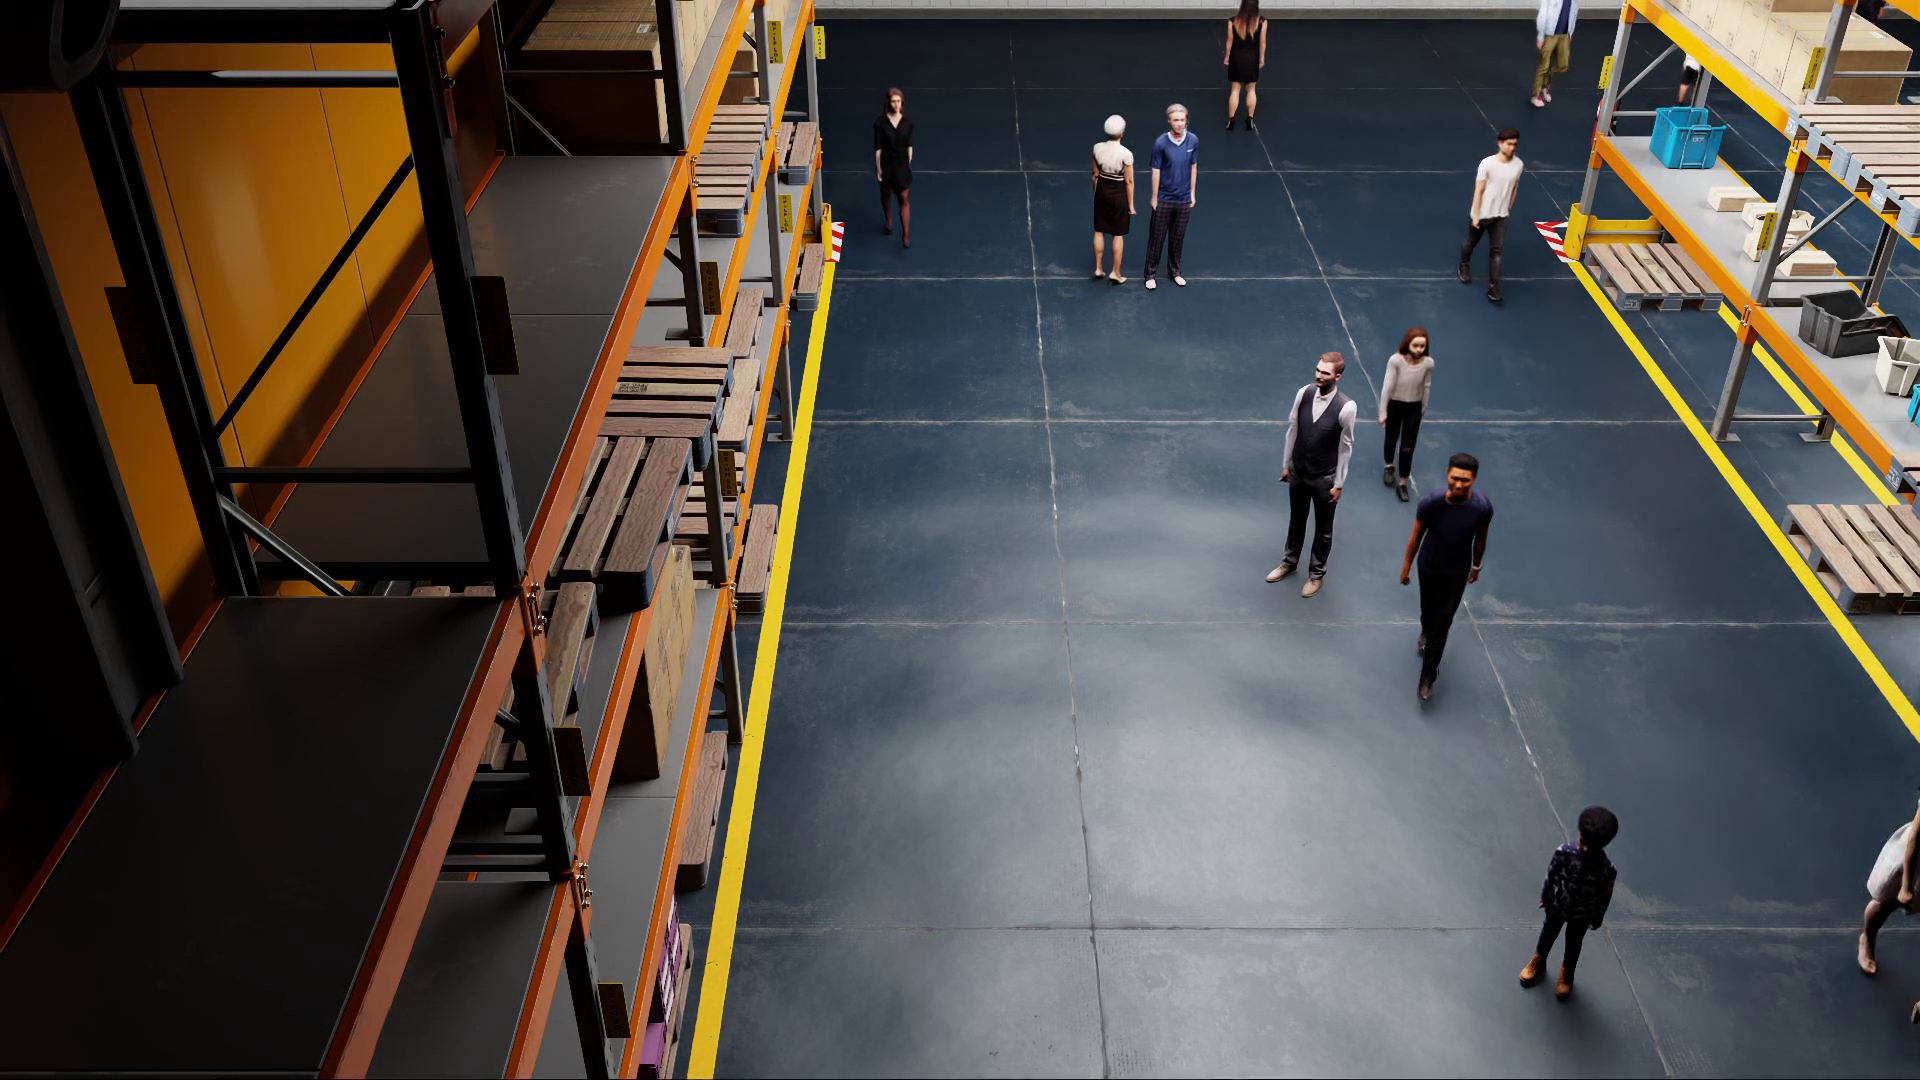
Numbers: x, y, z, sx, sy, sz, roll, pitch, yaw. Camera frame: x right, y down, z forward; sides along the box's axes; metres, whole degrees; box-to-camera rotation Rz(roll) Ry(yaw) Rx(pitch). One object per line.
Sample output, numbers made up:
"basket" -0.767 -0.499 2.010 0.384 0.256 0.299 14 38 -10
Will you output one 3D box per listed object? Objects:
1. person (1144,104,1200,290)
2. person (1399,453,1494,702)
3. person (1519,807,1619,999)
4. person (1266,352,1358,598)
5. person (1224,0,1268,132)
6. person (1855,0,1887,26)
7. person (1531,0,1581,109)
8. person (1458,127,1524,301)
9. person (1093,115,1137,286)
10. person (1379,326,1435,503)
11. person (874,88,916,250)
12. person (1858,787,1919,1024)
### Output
"person" 2.110 -3.436 16.614 0.712 1.871 0.641 -8 35 -13
"person" 3.303 0.146 11.343 0.935 1.740 1.247 11 35 16
"person" 3.345 1.954 9.061 0.579 1.254 0.620 20 38 27
"person" 2.600 -0.505 12.142 0.742 1.939 0.789 27 42 34
"person" 3.496 -5.865 20.413 0.671 1.711 0.619 3 34 5
"person" 12.413 -7.293 22.699 0.696 1.558 0.619 -18 38 -25
"person" 7.539 -6.442 21.203 0.752 1.797 0.737 -6 34 -9
"person" 5.250 -3.296 16.575 0.651 1.682 1.086 -2 34 -2
"person" 1.520 -3.396 16.657 0.702 1.756 0.719 21 39 28
"person" 3.578 -1.104 13.474 0.605 1.462 0.816 4 34 6
"person" -0.735 -3.958 17.597 0.749 1.652 1.159 -6 34 -9
"person" 5.130 1.729 8.953 0.628 1.750 0.981 0 34 1
